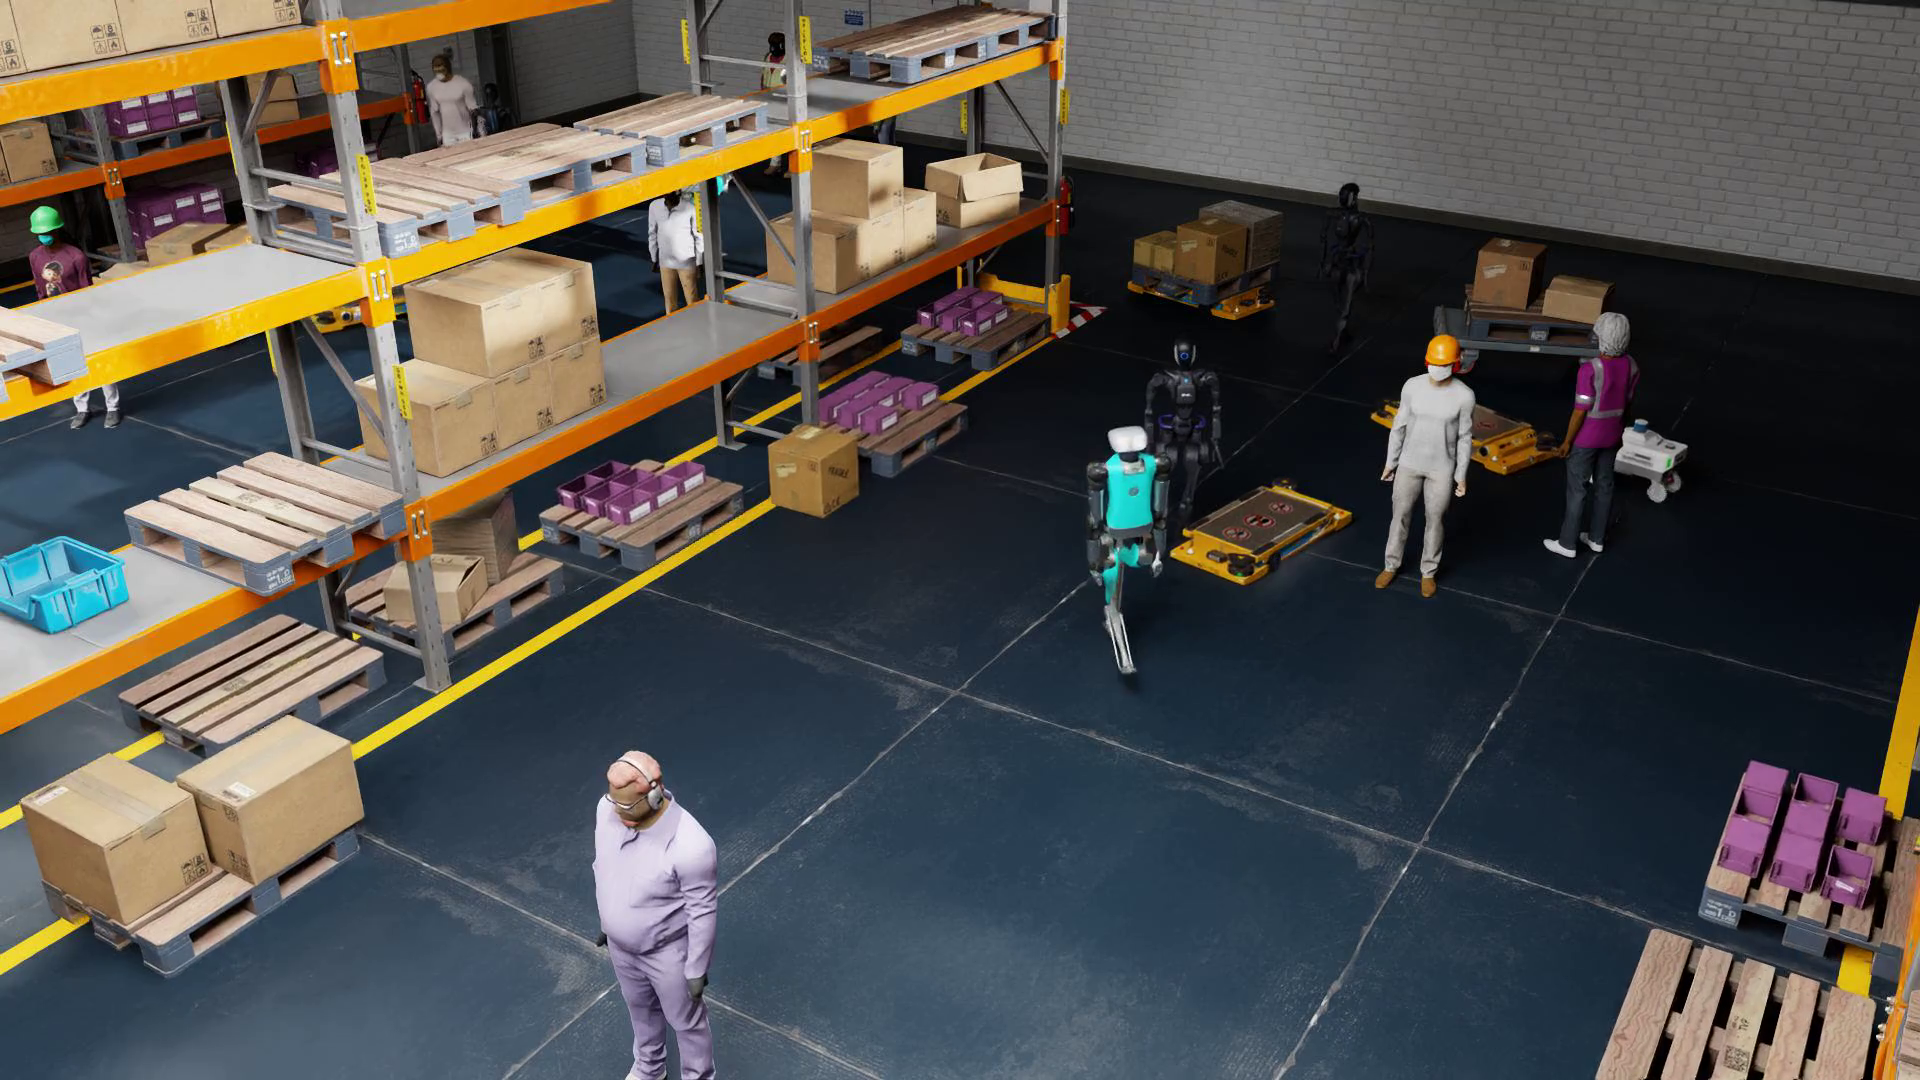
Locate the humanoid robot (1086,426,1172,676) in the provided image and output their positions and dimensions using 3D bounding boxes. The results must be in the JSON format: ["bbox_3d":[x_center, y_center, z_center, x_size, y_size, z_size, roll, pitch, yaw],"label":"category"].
[{"bbox_3d":[0.997,0.014,10.542,0.555,1.720,1.039,-6,27,-11],"label":"humanoid robot"}]

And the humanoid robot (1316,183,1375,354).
[{"bbox_3d":[3.660,-2.593,15.788,0.601,1.631,0.651,21,33,35],"label":"humanoid robot"}]

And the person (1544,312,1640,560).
[{"bbox_3d":[4.545,-0.743,11.917,0.517,1.846,0.322,-8,28,-16],"label":"person"}]

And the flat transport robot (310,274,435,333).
[{"bbox_3d":[-5.932,-2.425,16.976,1.431,0.231,0.659,-20,33,-34],"label":"flat transport robot"}]

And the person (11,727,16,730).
[{"bbox_3d":[-5.957,0.420,9.740,0.336,1.741,0.562,14,30,26],"label":"person"}]

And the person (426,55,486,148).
[{"bbox_3d":[-6.013,-4.895,20.034,0.675,1.907,0.562,7,28,13],"label":"person"}]

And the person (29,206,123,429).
[{"bbox_3d":[-7.495,-1.878,14.057,0.482,1.944,0.431,1,27,3],"label":"person"}]

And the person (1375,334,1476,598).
[{"bbox_3d":[3.203,-0.512,11.413,0.571,1.897,0.361,12,29,22],"label":"person"}]

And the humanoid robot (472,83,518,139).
[{"bbox_3d":[-5.442,-4.525,19.563,0.603,1.640,0.416,-2,27,-5],"label":"humanoid robot"}]

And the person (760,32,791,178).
[{"bbox_3d":[-2.335,-5.646,21.586,0.632,1.842,0.429,16,31,29],"label":"person"}]

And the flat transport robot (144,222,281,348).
[{"bbox_3d":[-7.291,-2.252,16.635,0.659,0.231,1.431,4,27,8],"label":"flat transport robot"}]

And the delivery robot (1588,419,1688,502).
[{"bbox_3d":[5.336,-0.667,13.210,0.801,0.608,0.499,24,35,39],"label":"delivery robot"}]

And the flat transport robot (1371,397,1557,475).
[{"bbox_3d":[4.241,-0.937,14.044,0.659,0.231,1.431,-18,32,-31],"label":"flat transport robot"}]

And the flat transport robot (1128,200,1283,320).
[{"bbox_3d":[2.504,-2.601,17.323,0.659,0.231,1.431,-24,35,-38],"label":"flat transport robot"}]

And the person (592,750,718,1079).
[{"bbox_3d":[-1.307,1.704,7.039,0.638,1.903,0.413,18,32,31],"label":"person"}]

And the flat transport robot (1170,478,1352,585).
[{"bbox_3d":[2.251,-0.074,12.344,0.659,0.231,1.431,23,35,38],"label":"flat transport robot"}]

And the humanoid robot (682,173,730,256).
[{"bbox_3d":[-2.891,-3.958,18.366,0.881,1.767,0.599,10,29,19],"label":"humanoid robot"}]

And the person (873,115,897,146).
[{"bbox_3d":[-0.959,-5.315,21.159,0.279,1.633,0.498,10,29,20],"label":"person"}]

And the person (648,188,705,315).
[{"bbox_3d":[-2.697,-2.665,15.808,0.571,1.748,0.341,8,28,16],"label":"person"}]

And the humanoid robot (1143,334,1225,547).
[{"bbox_3d":[1.612,-0.683,11.986,0.615,1.656,0.349,-1,27,-1],"label":"humanoid robot"}]
